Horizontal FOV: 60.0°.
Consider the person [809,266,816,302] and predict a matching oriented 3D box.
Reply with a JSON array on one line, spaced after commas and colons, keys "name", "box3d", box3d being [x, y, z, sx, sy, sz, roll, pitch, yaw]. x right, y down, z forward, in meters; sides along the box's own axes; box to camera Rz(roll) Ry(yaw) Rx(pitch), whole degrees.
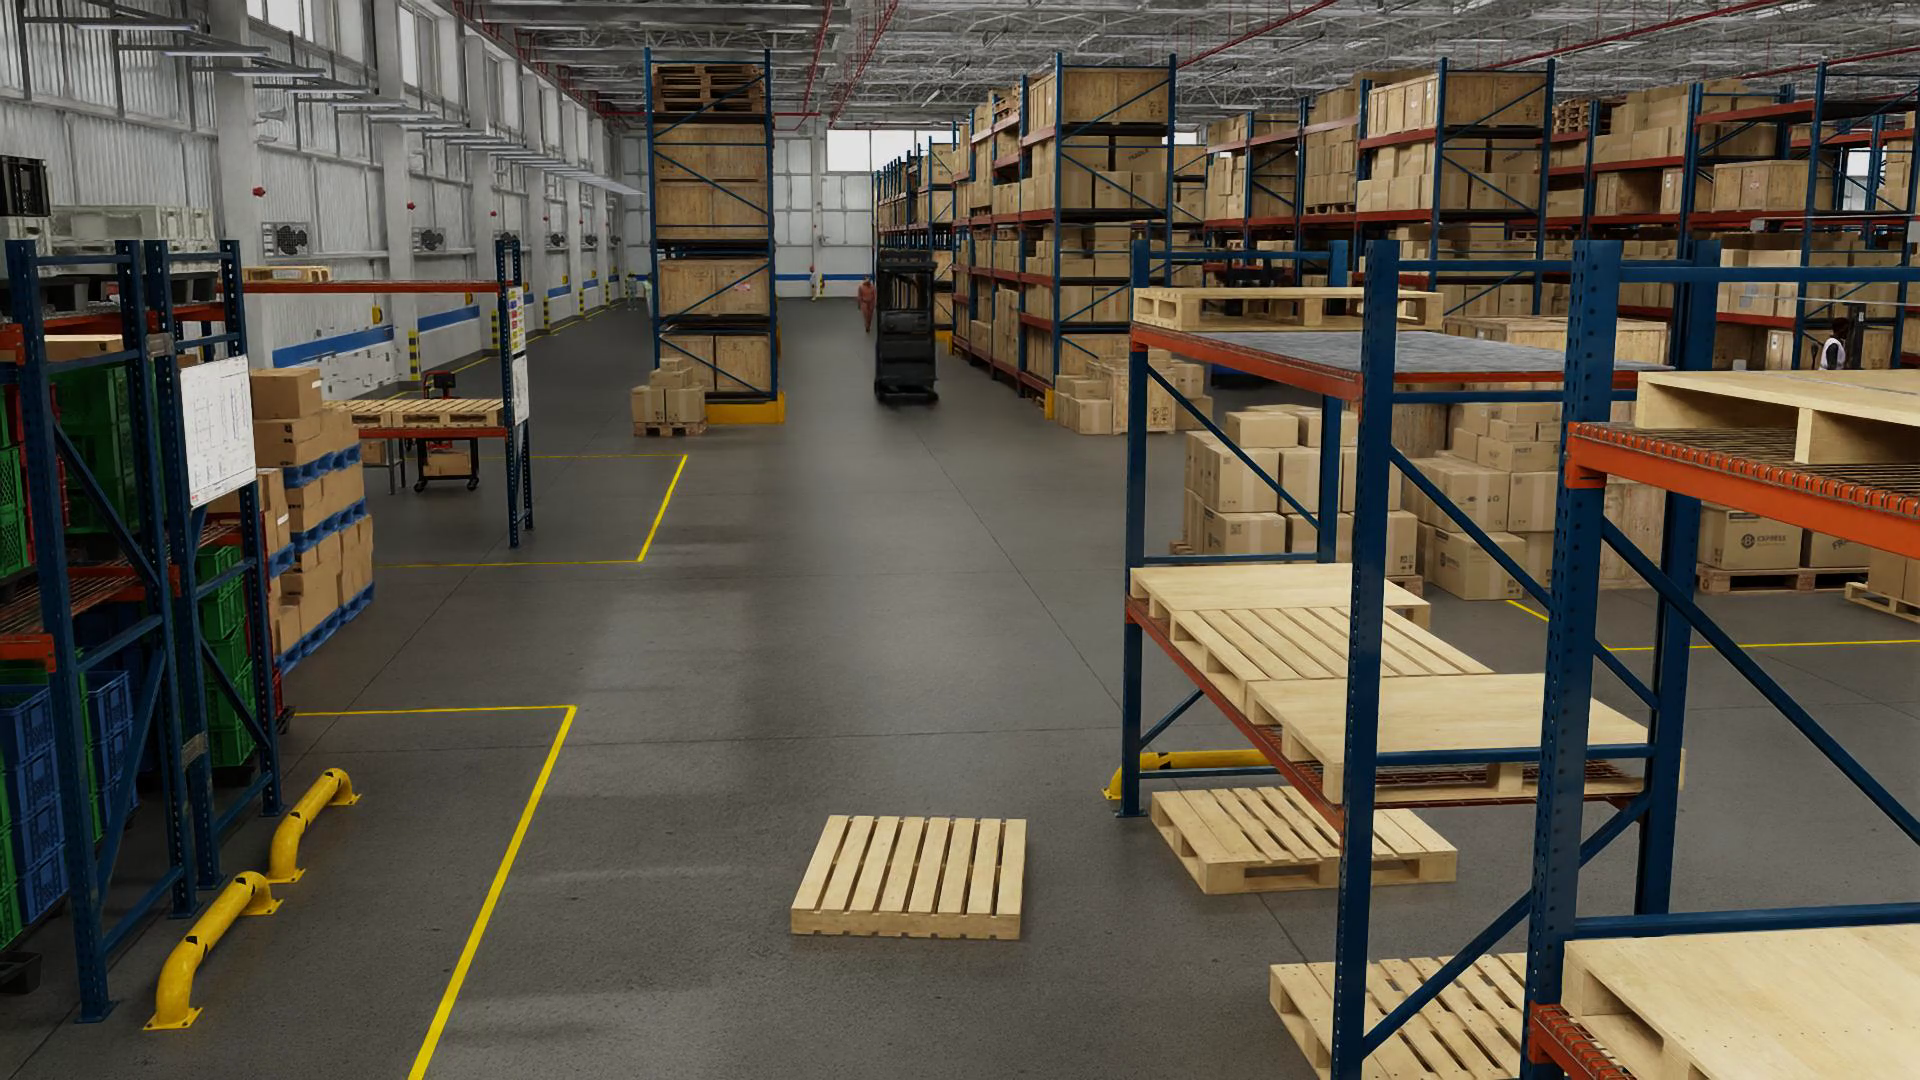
[{"name": "person", "box3d": [-7.263, -12.624, 82.009, 0.326, 1.751, 0.561, -3, 11, -14]}]

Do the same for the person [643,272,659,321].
[{"name": "person", "box3d": [-11.601, -9.129, 62.437, 0.573, 1.826, 0.740, -3, 11, -15]}]

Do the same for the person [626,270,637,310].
[{"name": "person", "box3d": [-14.188, -10.799, 71.955, 0.483, 1.735, 0.341, -7, 12, -33]}]

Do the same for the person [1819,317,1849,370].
[{"name": "person", "box3d": [12.818, -2.321, 24.495, 0.385, 1.911, 0.592, 6, 12, 28]}]

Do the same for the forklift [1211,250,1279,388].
[{"name": "forklift", "box3d": [5.940, -4.607, 34.459, 1.129, 2.768, 1.873, 4, 11, 21]}]

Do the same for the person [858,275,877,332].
[{"name": "person", "box3d": [-3.063, -7.833, 55.101, 0.651, 1.880, 0.765, -3, 11, -15]}]

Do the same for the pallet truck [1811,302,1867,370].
[{"name": "pallet truck", "box3d": [15.846, -3.142, 28.793, 1.885, 1.965, 0.823, 2, 10, 12]}]

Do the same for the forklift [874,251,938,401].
[{"name": "forklift", "box3d": [-1.069, -4.130, 31.820, 1.129, 2.768, 1.873, -1, 10, -6]}]
